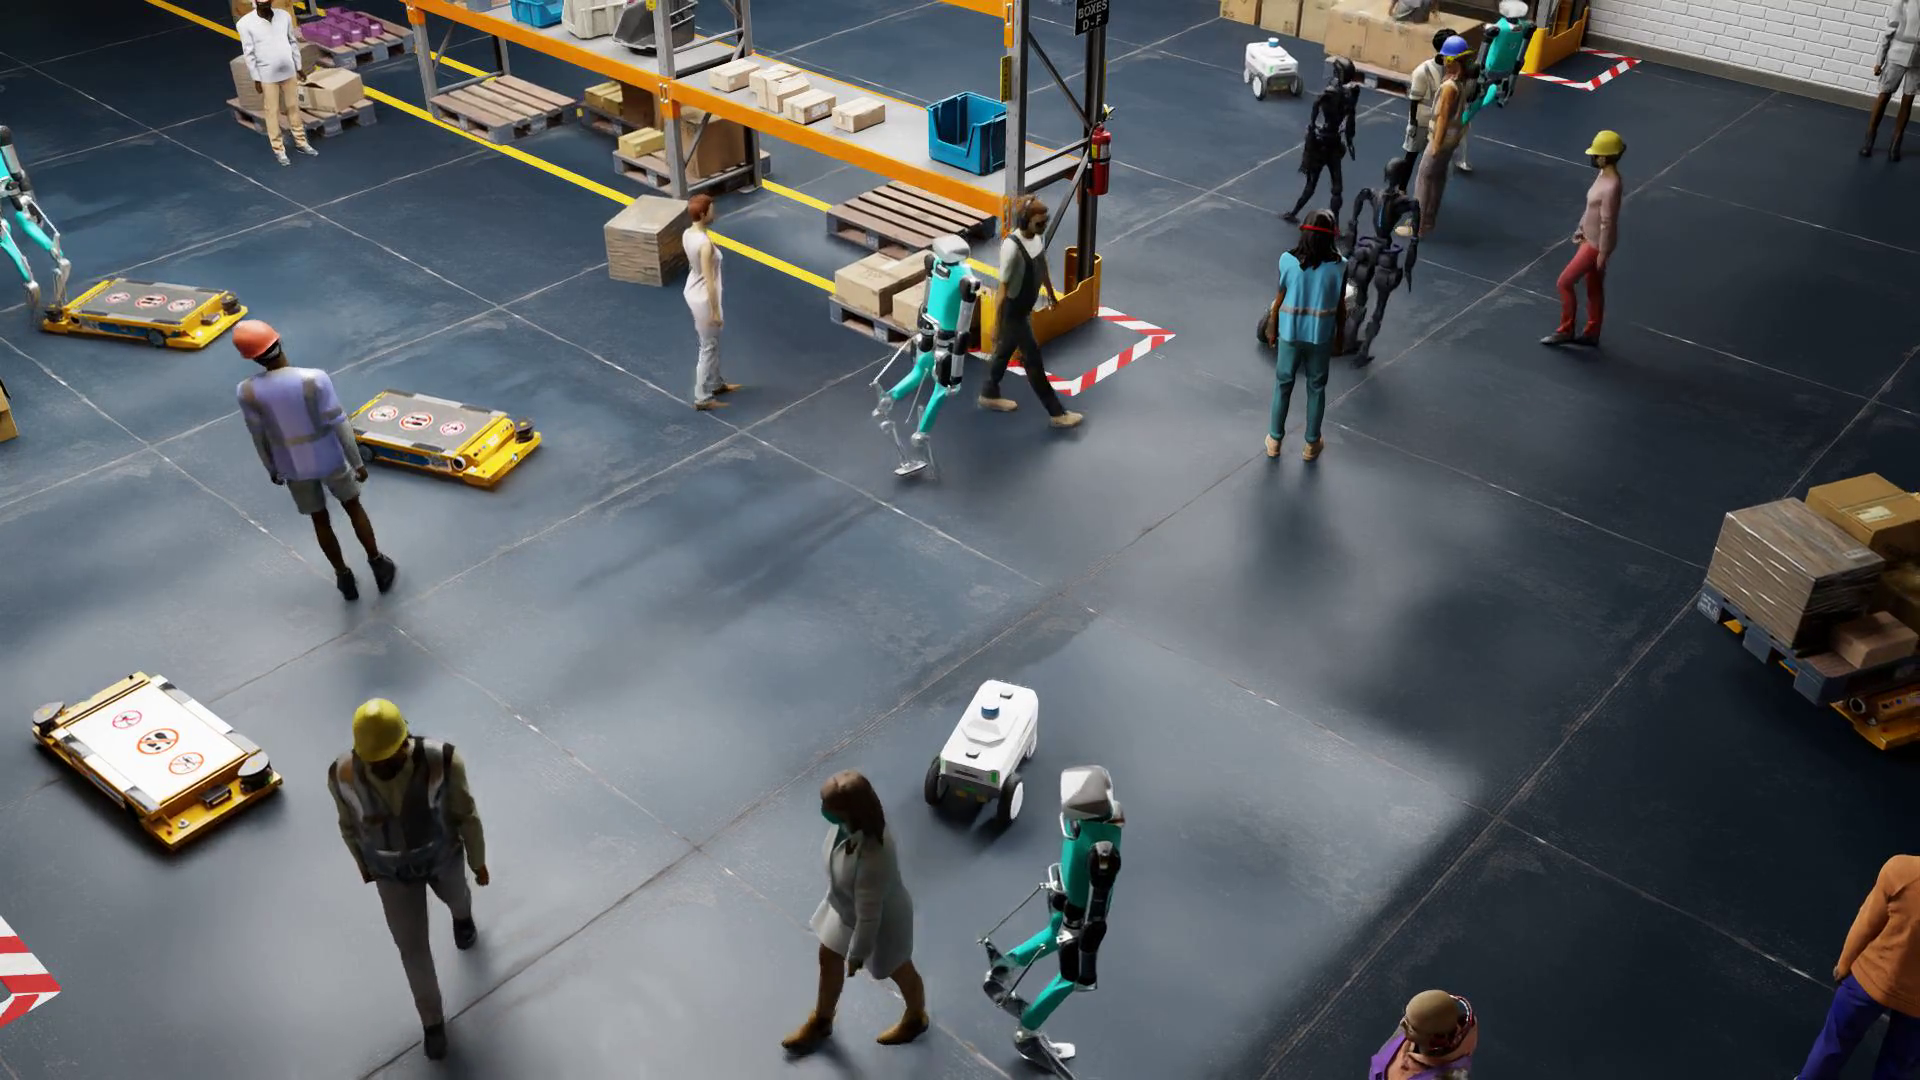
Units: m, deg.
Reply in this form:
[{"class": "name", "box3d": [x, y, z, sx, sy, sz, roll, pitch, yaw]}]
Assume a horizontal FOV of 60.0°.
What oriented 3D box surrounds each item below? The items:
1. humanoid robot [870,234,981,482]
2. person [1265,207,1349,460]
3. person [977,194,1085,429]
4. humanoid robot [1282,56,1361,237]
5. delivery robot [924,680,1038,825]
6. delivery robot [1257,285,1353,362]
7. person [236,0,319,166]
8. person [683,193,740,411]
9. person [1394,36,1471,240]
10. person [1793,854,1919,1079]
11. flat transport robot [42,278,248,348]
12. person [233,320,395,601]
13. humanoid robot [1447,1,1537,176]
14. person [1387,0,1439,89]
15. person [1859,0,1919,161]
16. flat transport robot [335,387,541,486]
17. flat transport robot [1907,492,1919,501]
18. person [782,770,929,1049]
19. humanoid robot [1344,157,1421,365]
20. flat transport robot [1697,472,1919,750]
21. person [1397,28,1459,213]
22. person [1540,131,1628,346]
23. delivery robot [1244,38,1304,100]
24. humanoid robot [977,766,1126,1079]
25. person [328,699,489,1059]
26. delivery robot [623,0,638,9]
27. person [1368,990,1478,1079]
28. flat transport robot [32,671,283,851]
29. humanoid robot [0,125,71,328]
[{"class": "humanoid robot", "box3d": [-0.284, -1.106, 11.189, 0.805, 1.843, 0.531, -21, 40, -28]}, {"class": "person", "box3d": [2.383, -1.396, 11.428, 0.515, 1.866, 0.391, 8, 35, 11]}, {"class": "person", "box3d": [0.524, -1.632, 11.825, 0.933, 1.787, 0.655, 14, 37, 19]}, {"class": "humanoid robot", "box3d": [3.233, -3.484, 14.656, 0.613, 1.641, 0.600, -21, 40, -28]}, {"class": "delivery robot", "box3d": [0.152, 1.125, 8.945, 0.499, 0.613, 0.811, 13, 37, 17]}, {"class": "delivery robot", "box3d": [2.764, -1.786, 13.156, 0.807, 0.606, 0.499, -27, 43, -34]}, {"class": "person", "box3d": [-6.588, -4.526, 16.058, 0.331, 1.752, 0.561, 26, 43, 33]}, {"class": "person", "box3d": [-1.816, -1.733, 12.118, 0.432, 1.650, 0.467, -17, 38, -23]}, {"class": "person", "box3d": [4.200, -3.519, 14.588, 0.383, 1.761, 0.498, 20, 39, 26]}, {"class": "person", "box3d": [3.833, 1.786, 6.731, 0.515, 1.972, 0.404, 19, 39, 25]}, {"class": "flat transport robot", "box3d": [-6.607, -1.842, 13.480, 1.431, 0.231, 0.659, 8, 35, 11]}, {"class": "person", "box3d": [-3.937, -0.479, 10.079, 0.626, 1.884, 0.414, -9, 36, -12]}, {"class": "humanoid robot", "box3d": [4.907, -4.232, 15.732, 0.541, 1.856, 0.802, -11, 36, -15]}, {"class": "person", "box3d": [4.849, -5.740, 17.702, 0.563, 1.888, 0.451, 2, 35, 3]}, {"class": "person", "box3d": [9.155, -4.634, 16.072, 0.547, 1.924, 0.387, 13, 37, 18]}, {"class": "flat transport robot", "box3d": [-3.793, -0.746, 11.890, 1.431, 0.231, 0.659, 12, 36, 17]}, {"class": "flat transport robot", "box3d": [6.990, -0.098, 10.953, 1.431, 0.231, 0.659, 4, 35, 5]}, {"class": "person", "box3d": [-0.476, 1.658, 7.201, 0.752, 1.627, 0.502, -19, 39, -25]}, {"class": "humanoid robot", "box3d": [3.183, -2.141, 12.675, 0.599, 1.650, 0.363, 20, 39, 26]}, {"class": "flat transport robot", "box3d": [5.182, 0.667, 9.843, 0.659, 0.231, 1.431, -12, 36, -17]}, {"class": "person", "box3d": [4.260, -3.804, 15.071, 0.534, 1.693, 0.321, -17, 38, -23]}, {"class": "person", "box3d": [4.838, -2.308, 12.845, 0.588, 1.741, 0.558, 10, 36, 14]}, {"class": "delivery robot", "box3d": [3.363, -5.088, 17.946, 0.499, 0.614, 0.812, -8, 35, -12]}, {"class": "humanoid robot", "box3d": [0.326, 1.693, 7.064, 0.665, 1.799, 0.542, -4, 35, -5]}, {"class": "person", "box3d": [-2.443, 1.373, 7.479, 0.592, 1.793, 0.904, -9, 36, -13]}, {"class": "delivery robot", "box3d": [-4.325, -6.723, 20.298, 0.781, 0.595, 0.499, 14, 37, 20]}, {"class": "person", "box3d": [1.680, 2.285, 6.244, 0.341, 1.692, 0.494, -4, 35, -6]}, {"class": "flat transport robot", "box3d": [-4.427, 1.158, 9.132, 1.431, 0.231, 0.659, 24, 41, 31]}, {"class": "humanoid robot", "box3d": [-7.389, -2.458, 13.139, 0.804, 1.832, 0.530, 20, 39, 26]}]
